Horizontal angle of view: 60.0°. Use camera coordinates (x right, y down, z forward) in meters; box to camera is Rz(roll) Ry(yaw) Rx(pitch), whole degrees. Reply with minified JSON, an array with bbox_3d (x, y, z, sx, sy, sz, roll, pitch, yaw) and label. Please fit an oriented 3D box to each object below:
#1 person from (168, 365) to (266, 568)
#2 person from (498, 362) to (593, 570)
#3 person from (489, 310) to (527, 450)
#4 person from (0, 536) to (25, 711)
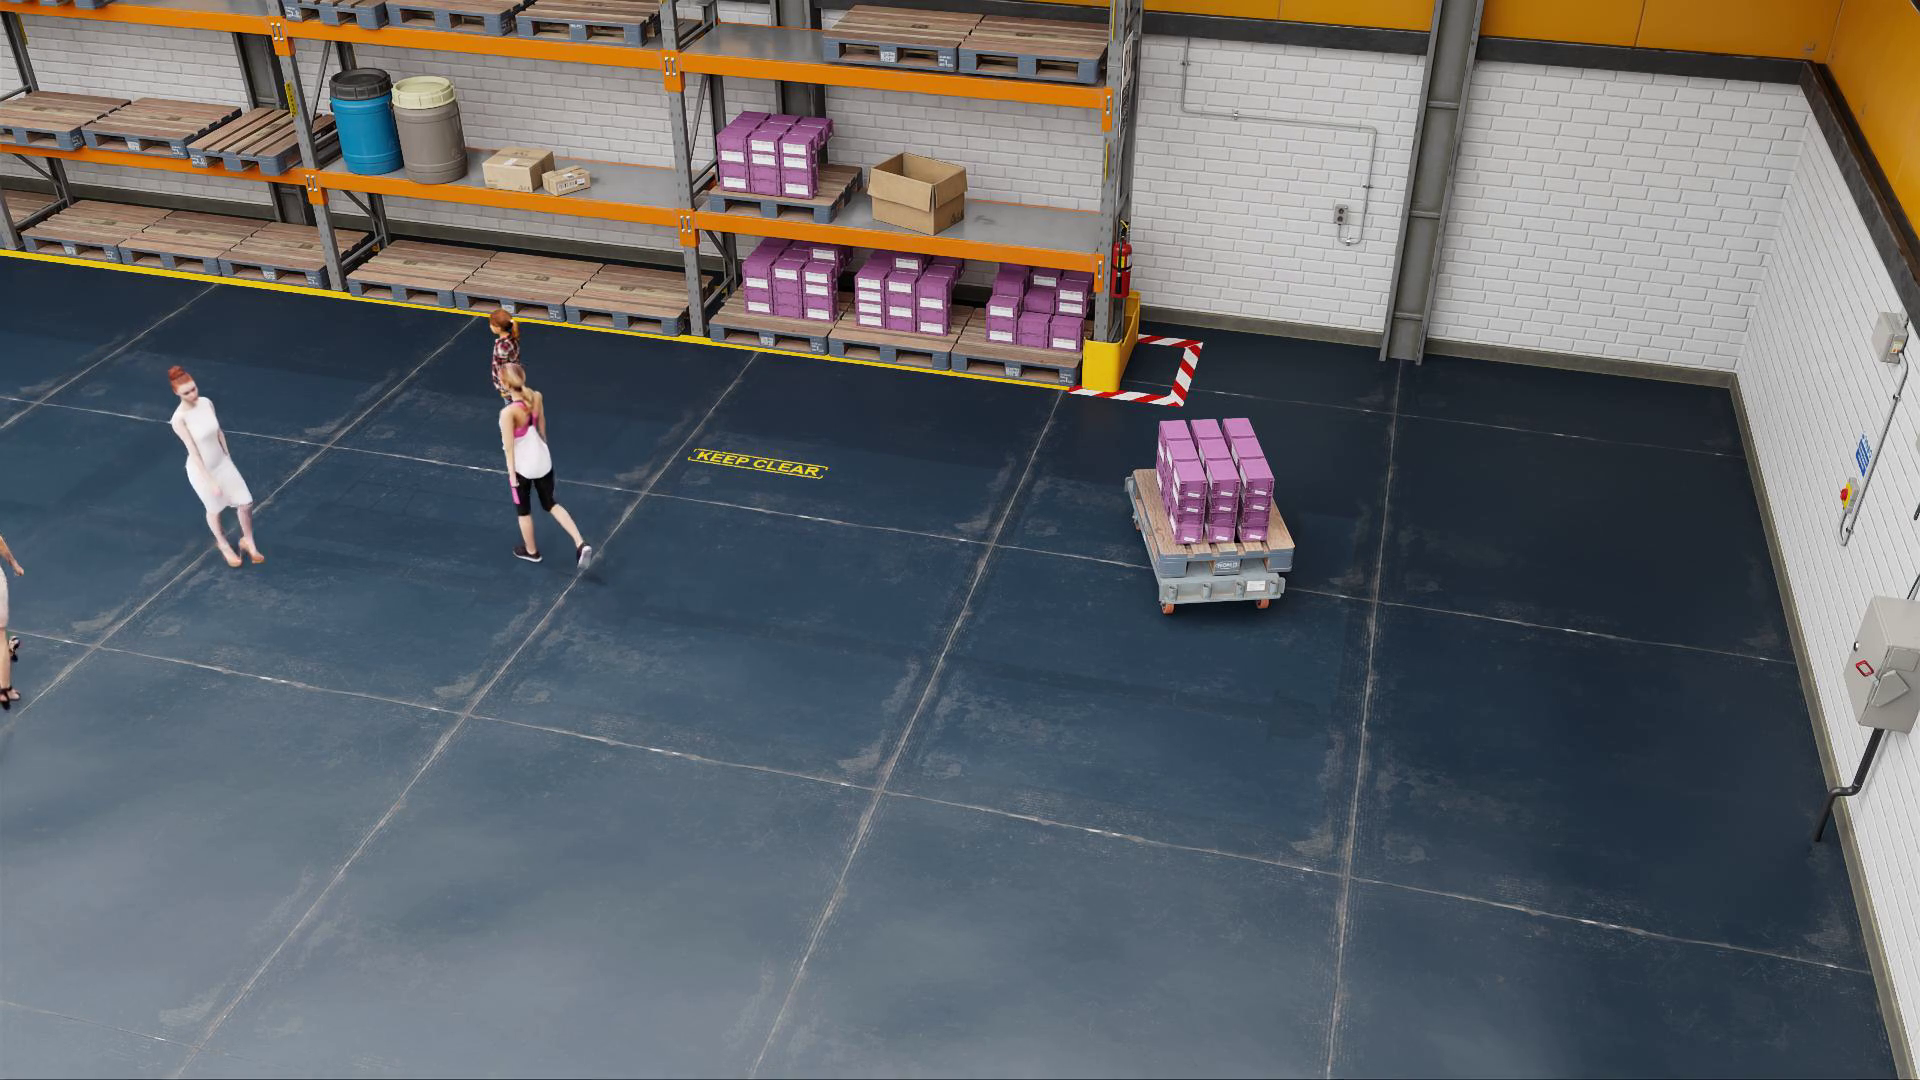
[{"bbox_3d":[-5.707,-0.517,12.488,0.701,1.780,0.618,12,35,17],"label":"person"},{"bbox_3d":[-3.163,-0.525,12.510,1.109,1.770,0.821,18,38,25],"label":"person"},{"bbox_3d":[-3.817,-1.360,14.186,0.564,1.305,0.562,1,34,2],"label":"person"},{"bbox_3d":[-6.597,0.363,11.144,1.015,1.803,0.950,-8,34,-11],"label":"person"}]
